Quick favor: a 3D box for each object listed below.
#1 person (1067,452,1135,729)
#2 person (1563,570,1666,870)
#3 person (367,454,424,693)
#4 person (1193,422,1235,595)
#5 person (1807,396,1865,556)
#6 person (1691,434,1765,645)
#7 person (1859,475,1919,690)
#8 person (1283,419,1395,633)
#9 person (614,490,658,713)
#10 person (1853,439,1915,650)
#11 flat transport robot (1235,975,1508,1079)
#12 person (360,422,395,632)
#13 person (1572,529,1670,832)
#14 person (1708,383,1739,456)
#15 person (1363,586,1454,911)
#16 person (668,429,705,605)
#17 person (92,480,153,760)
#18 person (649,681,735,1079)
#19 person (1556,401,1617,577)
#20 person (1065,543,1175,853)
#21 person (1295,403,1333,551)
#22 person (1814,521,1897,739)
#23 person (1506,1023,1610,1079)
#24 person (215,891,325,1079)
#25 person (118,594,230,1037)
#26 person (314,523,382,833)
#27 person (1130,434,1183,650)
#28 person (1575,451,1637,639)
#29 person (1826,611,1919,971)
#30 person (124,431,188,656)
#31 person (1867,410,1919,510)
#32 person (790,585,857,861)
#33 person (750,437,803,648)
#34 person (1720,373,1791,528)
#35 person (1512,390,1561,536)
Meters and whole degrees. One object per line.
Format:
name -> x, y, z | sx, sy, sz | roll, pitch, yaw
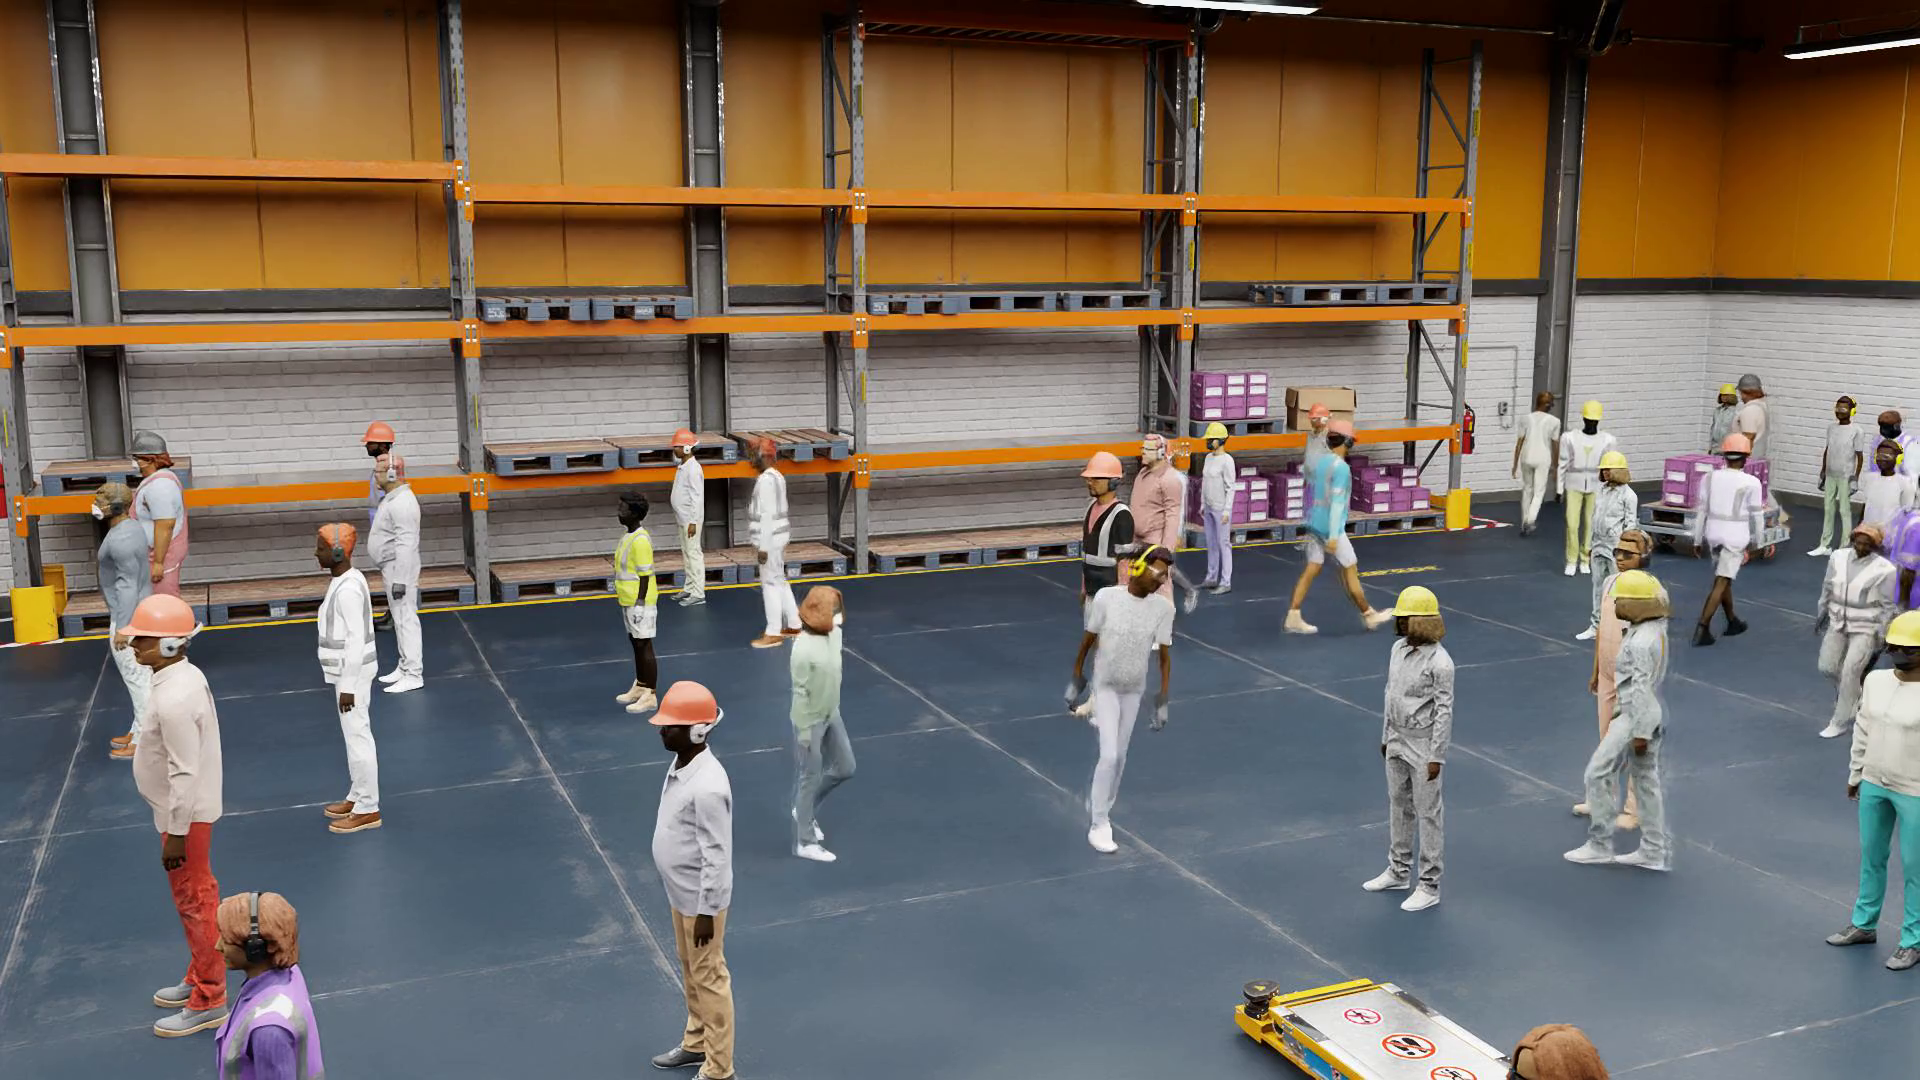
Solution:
person -> 1.049, 0.363, 12.300 | 0.364, 2.048, 0.611 | -4, 11, -23
person -> 3.736, 1.018, 9.442 | 0.659, 1.721, 0.507 | 5, 11, 27
person -> -4.515, 0.259, 13.311 | 0.409, 1.908, 0.647 | -4, 11, -23
person -> 2.622, -0.325, 17.079 | 0.312, 1.768, 0.530 | -4, 11, -23
person -> 10.032, -0.712, 18.993 | 0.324, 1.876, 0.526 | -4, 11, -23
person -> 6.896, -0.010, 14.931 | 0.973, 1.889, 0.547 | -6, 11, -30
person -> 7.202, 0.411, 12.432 | 1.032, 1.902, 0.622 | 4, 11, 21
person -> 3.472, -0.111, 15.233 | 1.063, 1.972, 0.631 | -2, 10, -10
person -> -2.482, 0.463, 12.726 | 0.317, 1.700, 0.538 | -4, 11, -23
person -> 8.116, 0.036, 14.681 | 0.324, 1.876, 0.526 | -4, 11, -23
flat transport robot -> 1.817, 2.176, 6.970 | 0.652, 0.197, 1.431 | -4, 11, -23
person -> -5.328, -0.124, 15.412 | 0.347, 1.942, 0.548 | -4, 11, -23
person -> 4.042, 0.841, 10.128 | 0.341, 1.846, 0.510 | -4, 11, -23
person -> 10.269, -1.234, 22.372 | 0.286, 1.746, 0.490 | -4, 11, -23
person -> 2.419, 1.103, 8.916 | 0.295, 1.744, 0.490 | -4, 11, -23
person -> -2.724, -0.233, 16.579 | 0.329, 1.751, 0.569 | -4, 11, -23
person -> -5.788, 0.548, 11.548 | 0.368, 1.940, 0.633 | -4, 11, -23
person -> -1.118, 1.439, 6.934 | 0.320, 1.755, 0.569 | -4, 11, -23
person -> 6.760, -0.538, 17.935 | 0.601, 1.896, 0.763 | 3, 10, 17
person -> 0.961, 0.914, 9.785 | 0.608, 1.813, 0.686 | -2, 10, -12
person -> 4.165, -0.720, 19.388 | 0.329, 1.751, 0.569 | -4, 11, -23
person -> 6.460, 0.632, 11.974 | 0.500, 1.609, 0.575 | -5, 11, -25
person -> 1.455, 1.983, 4.161 | 0.279, 1.633, 0.504 | -4, 11, -23
person -> -2.048, 1.836, 4.992 | 0.307, 1.640, 0.519 | -4, 11, -23
person -> -3.519, 1.221, 7.505 | 0.373, 1.997, 0.618 | -4, 11, -23
person -> -3.724, 0.826, 10.105 | 0.352, 1.884, 0.580 | -4, 11, -23
person -> 1.693, 0.008, 14.740 | 0.409, 1.913, 0.647 | -4, 11, -23
person -> 5.786, 0.074, 14.842 | 0.295, 1.744, 0.490 | -4, 11, -23
person -> 4.609, 1.217, 8.185 | 0.303, 1.772, 0.530 | -4, 11, -23
person -> -6.678, 0.112, 13.770 | 0.538, 2.000, 0.686 | -4, 11, -23
person -> 9.988, -0.481, 17.854 | 0.559, 1.809, 0.712 | -4, 10, -20
person -> -0.812, 1.049, 9.571 | 0.371, 1.624, 0.503 | 5, 11, 28
person -> -1.634, 0.023, 14.814 | 0.501, 1.870, 0.648 | 0, 10, 2
person -> 9.870, -1.098, 20.738 | 0.922, 2.000, 0.679 | 9, 13, 42
person -> 7.082, -0.940, 20.509 | 0.536, 1.816, 0.806 | 7, 12, 34
